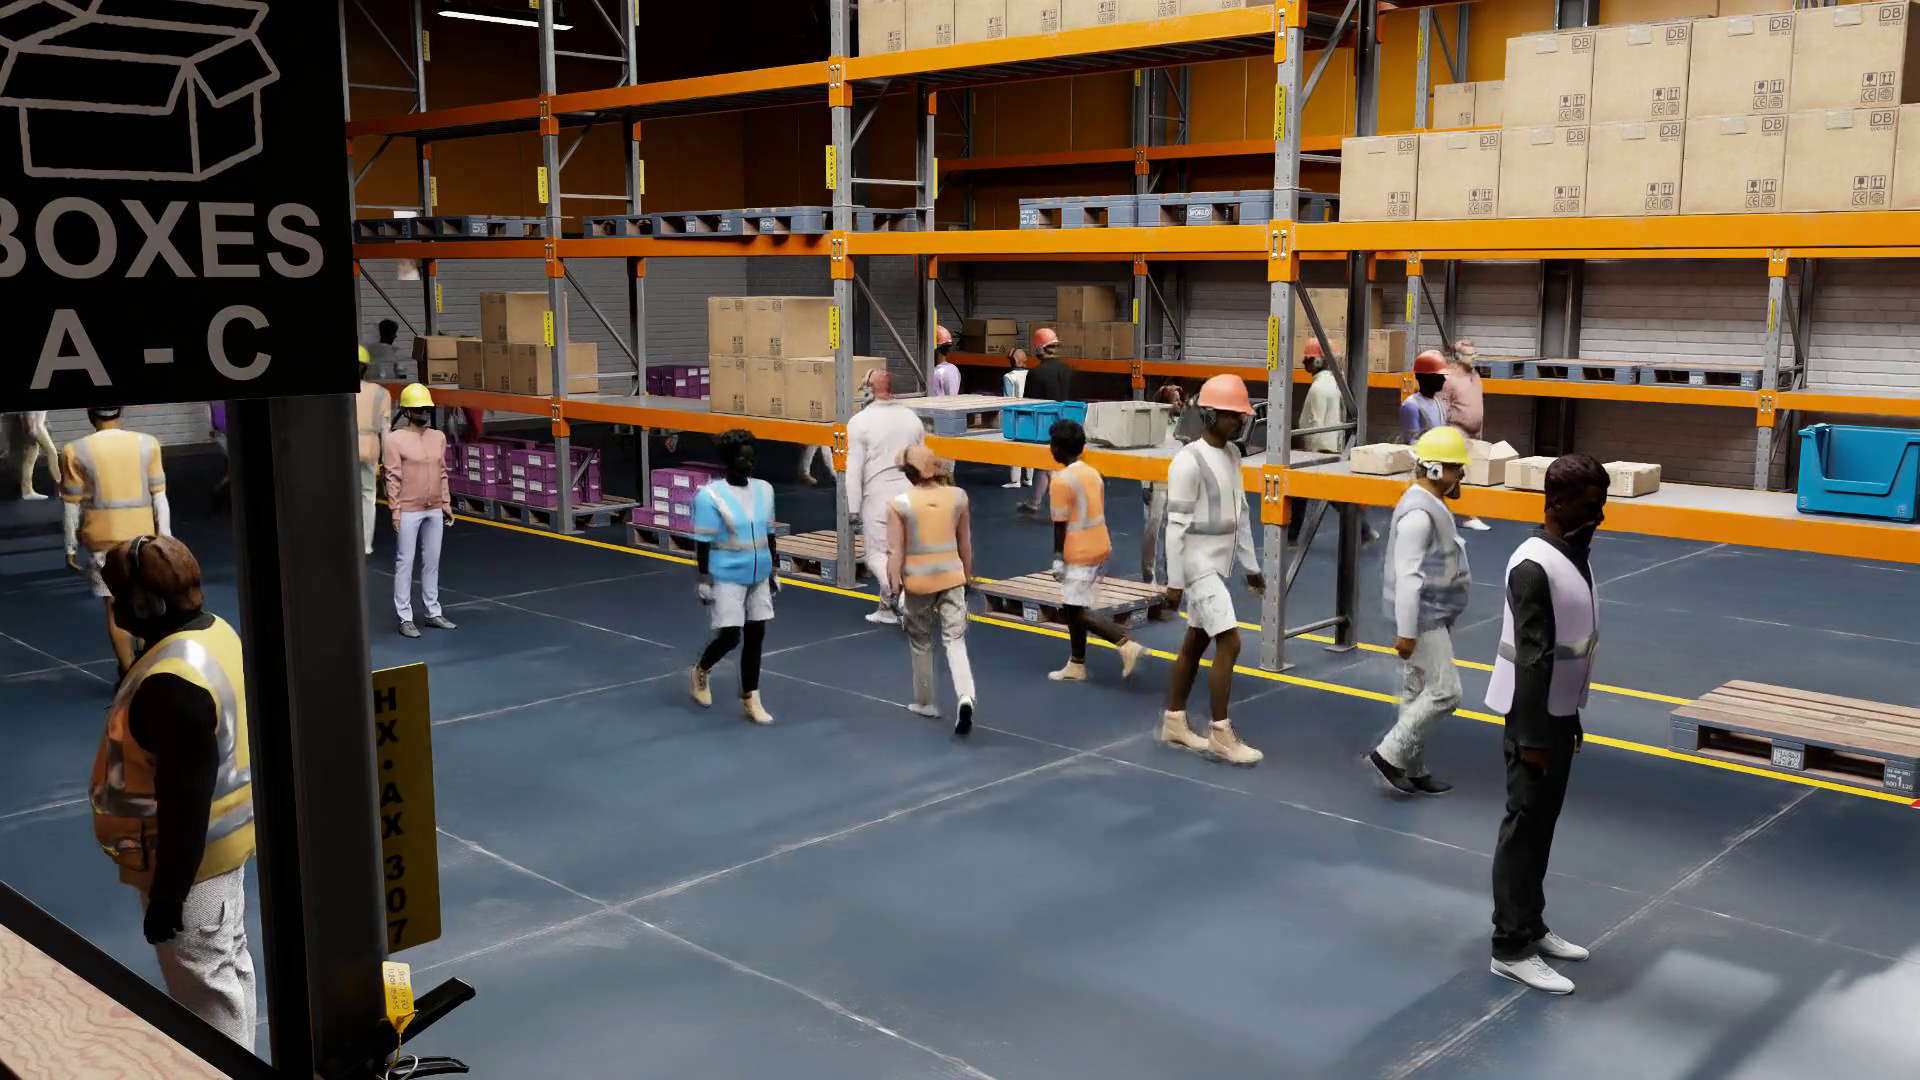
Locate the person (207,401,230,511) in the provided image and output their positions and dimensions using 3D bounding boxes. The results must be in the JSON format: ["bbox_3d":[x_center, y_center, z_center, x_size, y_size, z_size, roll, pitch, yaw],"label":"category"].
[{"bbox_3d":[-7.656,-1.210,17.374,0.552,1.907,0.667,2,10,13],"label":"person"}]

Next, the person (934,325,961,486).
[{"bbox_3d":[-0.205,-0.951,15.331,0.377,2.045,0.605,3,10,16],"label":"person"}]

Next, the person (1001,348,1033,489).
[{"bbox_3d":[0.678,-1.412,19.394,0.311,1.642,0.512,9,13,42],"label":"person"}]

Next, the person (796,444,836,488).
[{"bbox_3d":[-1.616,-1.516,19.561,0.954,1.792,0.638,6,11,33],"label":"person"}]

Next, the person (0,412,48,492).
[{"bbox_3d":[-10.973,-1.468,18.900,0.855,1.917,0.627,-5,10,-26],"label":"person"}]

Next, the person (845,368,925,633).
[{"bbox_3d":[-0.483,-0.270,11.693,0.681,1.877,0.740,-8,12,-39],"label":"person"}]

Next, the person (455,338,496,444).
[{"bbox_3d":[-5.924,-1.643,20.570,0.795,1.708,0.578,3,10,19],"label":"person"}]

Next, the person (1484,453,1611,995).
[{"bbox_3d":[2.108,0.637,6.000,0.391,1.913,0.587,5,11,30],"label":"person"}]

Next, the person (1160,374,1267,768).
[{"bbox_3d":[1.391,0.154,8.643,0.798,2.013,0.605,5,11,29],"label":"person"}]

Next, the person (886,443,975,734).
[{"bbox_3d":[-0.131,0.266,9.216,0.535,1.601,0.750,-3,10,-20],"label":"person"}]

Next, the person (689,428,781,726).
[{"bbox_3d":[-1.274,0.200,9.356,0.539,1.682,0.471,-9,13,-43],"label":"person"}]

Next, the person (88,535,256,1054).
[{"bbox_3d":[-2.187,0.892,4.671,0.430,1.838,0.619,-3,10,-16],"label":"person"}]

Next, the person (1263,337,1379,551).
[{"bbox_3d":[3.290,-0.844,14.949,0.987,1.961,0.616,2,10,14],"label":"person"}]

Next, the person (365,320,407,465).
[{"bbox_3d":[-7.437,-1.898,21.572,0.624,1.894,1.040,2,10,15],"label":"person"}]

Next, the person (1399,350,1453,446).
[{"bbox_3d":[3.593,-0.495,12.861,0.360,1.939,0.543,6,11,34],"label":"person"}]

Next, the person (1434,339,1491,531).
[{"bbox_3d":[4.924,-1.059,16.514,0.651,1.875,0.881,-8,12,-41],"label":"person"}]

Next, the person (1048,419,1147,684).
[{"bbox_3d":[0.816,0.093,10.089,0.604,1.659,0.526,4,10,24],"label":"person"}]

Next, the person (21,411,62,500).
[{"bbox_3d":[-10.104,-1.245,18.437,0.718,1.604,0.523,-5,10,-26],"label":"person"}]

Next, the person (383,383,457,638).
[{"bbox_3d":[-3.776,-0.211,11.649,0.312,1.769,0.522,6,11,32],"label":"person"}]

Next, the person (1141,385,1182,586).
[{"bbox_3d":[1.645,-0.418,13.284,0.522,1.645,0.306,-6,11,-35],"label":"person"}]

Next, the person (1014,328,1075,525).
[{"bbox_3d":[0.782,-1.137,16.717,0.933,1.955,0.653,9,13,44],"label":"person"}]

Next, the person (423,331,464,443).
[{"bbox_3d":[-6.322,-1.692,20.538,0.457,1.826,0.559,0,9,3],"label":"person"}]

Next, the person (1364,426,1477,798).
[{"bbox_3d":[2.246,0.358,8.005,0.412,1.815,0.587,3,10,17],"label":"person"}]

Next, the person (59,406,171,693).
[{"bbox_3d":[-5.069,-0.017,9.980,0.580,1.919,0.530,-8,12,-40],"label":"person"}]

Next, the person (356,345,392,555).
[{"bbox_3d":[-5.290,-0.756,14.610,0.631,1.894,0.798,-4,10,-23],"label":"person"}]
